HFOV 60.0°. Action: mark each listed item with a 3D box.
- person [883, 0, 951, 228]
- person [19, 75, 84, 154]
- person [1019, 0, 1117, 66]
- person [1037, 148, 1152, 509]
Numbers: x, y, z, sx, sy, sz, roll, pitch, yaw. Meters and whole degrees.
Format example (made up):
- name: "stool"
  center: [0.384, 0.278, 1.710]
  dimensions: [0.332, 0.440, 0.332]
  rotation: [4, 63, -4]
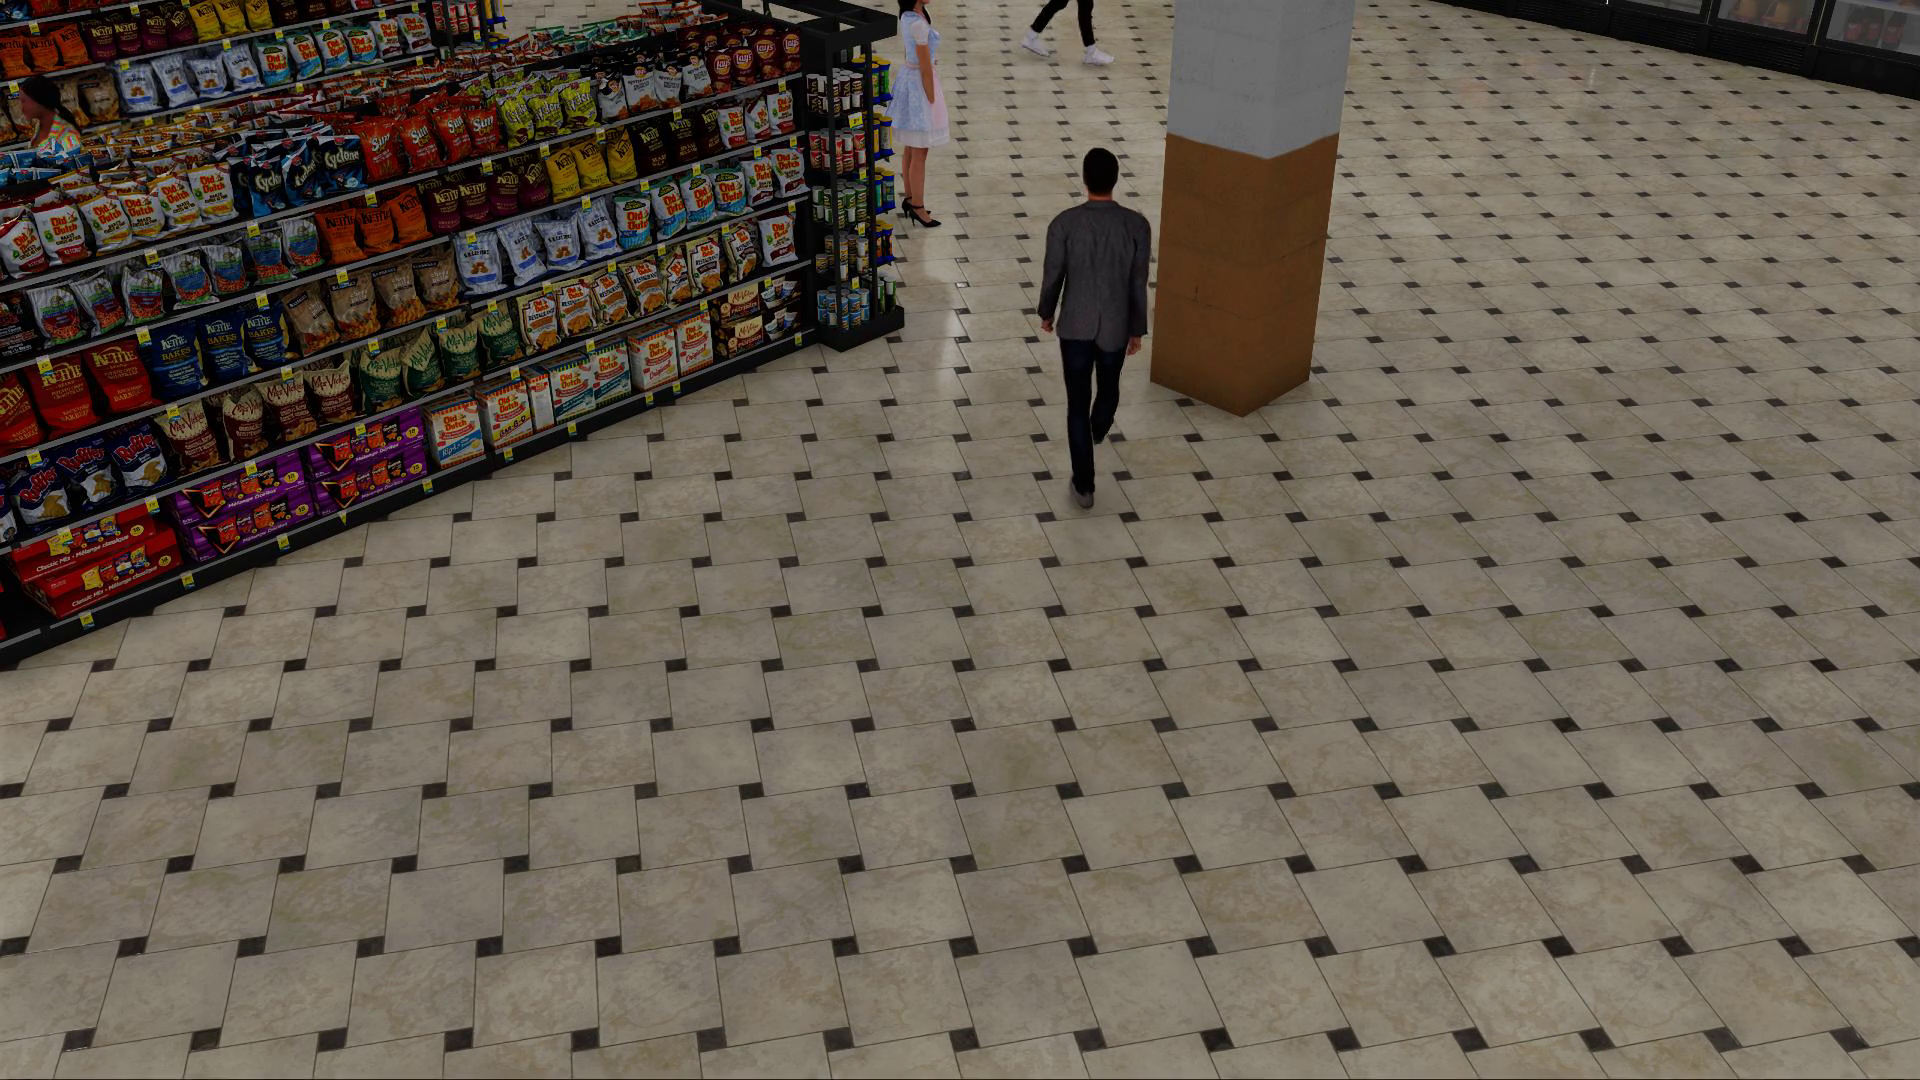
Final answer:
- name: "person"
  center: [-0.303, -3.168, 11.991]
  dimensions: [0.882, 1.818, 0.838]
  rotation: [-9, 33, -13]
- name: "person"
  center: [-5.211, -1.916, 10.045]
  dimensions: [0.686, 1.747, 1.175]
  rotation: [23, 38, 32]
- name: "person"
  center: [0.940, -5.356, 15.545]
  dimensions: [1.122, 1.778, 1.256]
  rotation: [9, 33, 15]
- name: "person"
  center: [0.700, -1.029, 8.553]
  dimensions: [1.199, 1.818, 1.229]
  rotation: [-1, 32, -2]
